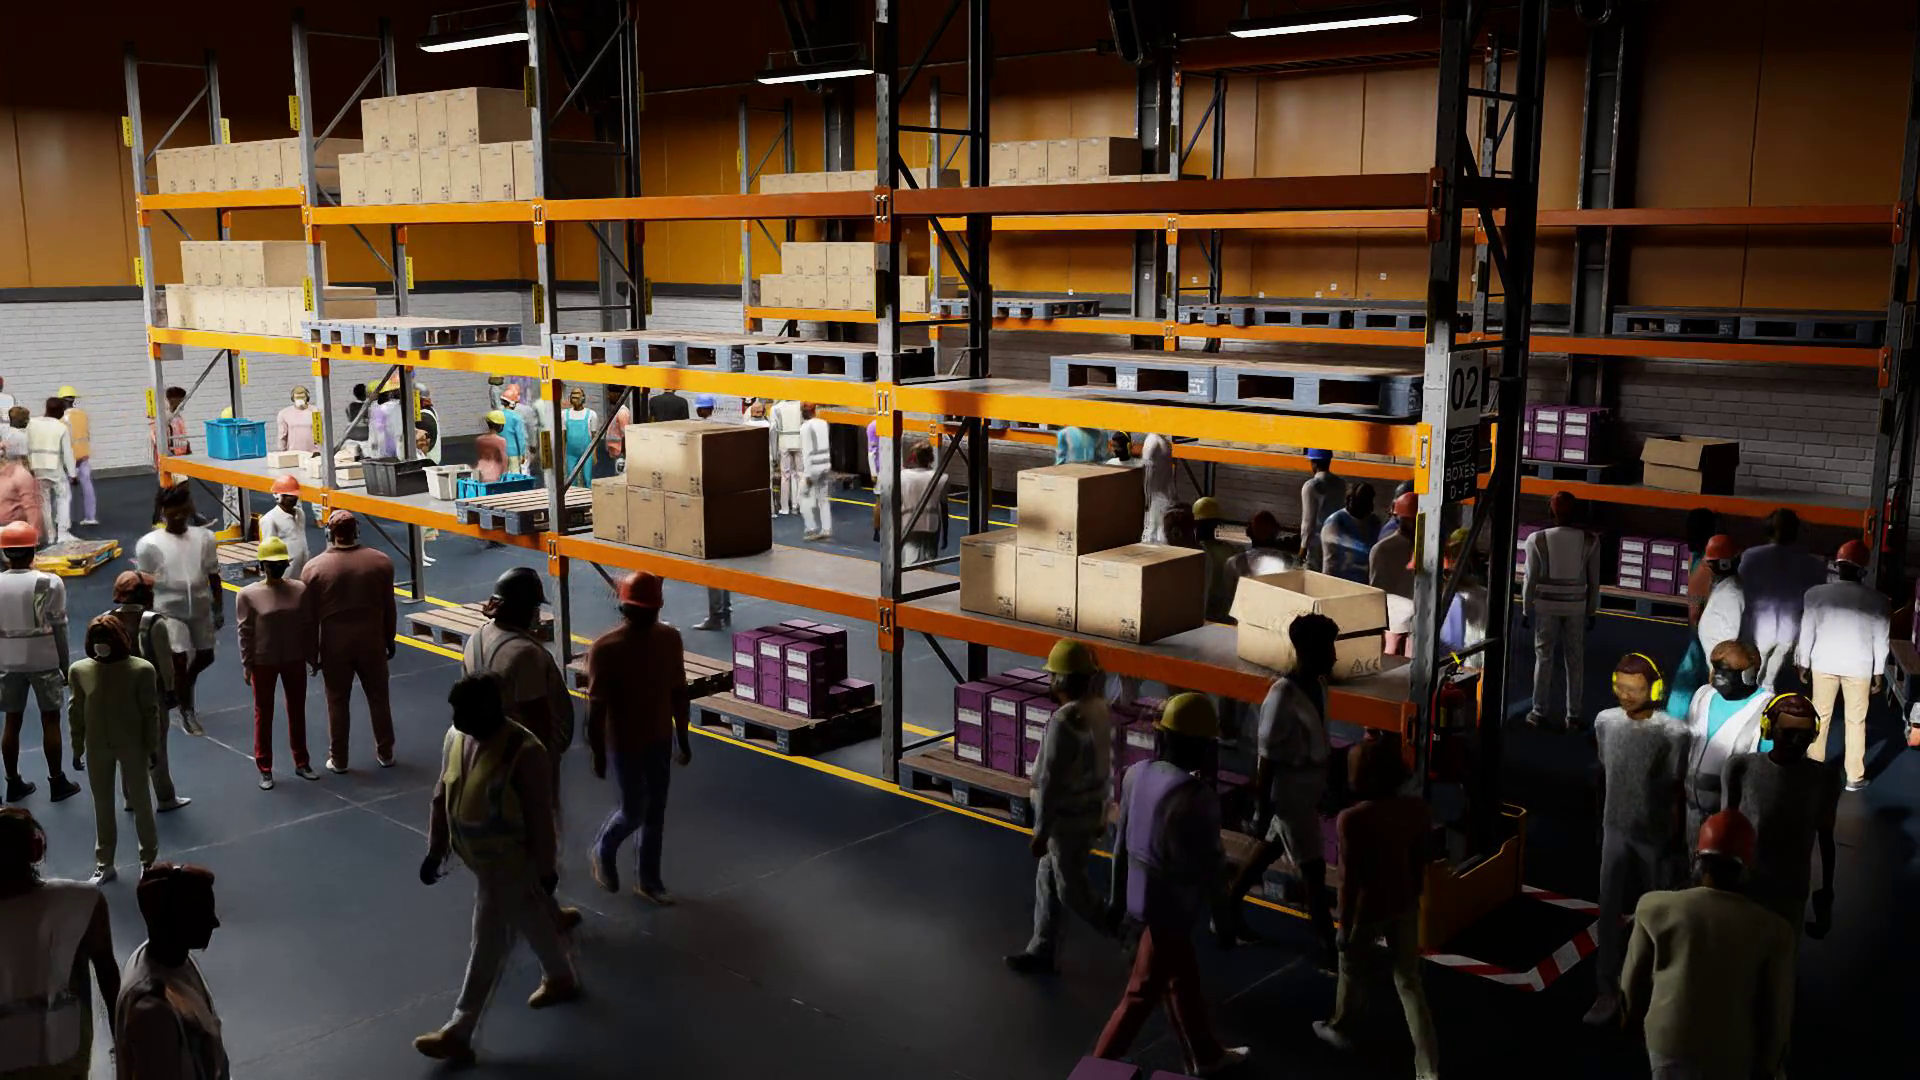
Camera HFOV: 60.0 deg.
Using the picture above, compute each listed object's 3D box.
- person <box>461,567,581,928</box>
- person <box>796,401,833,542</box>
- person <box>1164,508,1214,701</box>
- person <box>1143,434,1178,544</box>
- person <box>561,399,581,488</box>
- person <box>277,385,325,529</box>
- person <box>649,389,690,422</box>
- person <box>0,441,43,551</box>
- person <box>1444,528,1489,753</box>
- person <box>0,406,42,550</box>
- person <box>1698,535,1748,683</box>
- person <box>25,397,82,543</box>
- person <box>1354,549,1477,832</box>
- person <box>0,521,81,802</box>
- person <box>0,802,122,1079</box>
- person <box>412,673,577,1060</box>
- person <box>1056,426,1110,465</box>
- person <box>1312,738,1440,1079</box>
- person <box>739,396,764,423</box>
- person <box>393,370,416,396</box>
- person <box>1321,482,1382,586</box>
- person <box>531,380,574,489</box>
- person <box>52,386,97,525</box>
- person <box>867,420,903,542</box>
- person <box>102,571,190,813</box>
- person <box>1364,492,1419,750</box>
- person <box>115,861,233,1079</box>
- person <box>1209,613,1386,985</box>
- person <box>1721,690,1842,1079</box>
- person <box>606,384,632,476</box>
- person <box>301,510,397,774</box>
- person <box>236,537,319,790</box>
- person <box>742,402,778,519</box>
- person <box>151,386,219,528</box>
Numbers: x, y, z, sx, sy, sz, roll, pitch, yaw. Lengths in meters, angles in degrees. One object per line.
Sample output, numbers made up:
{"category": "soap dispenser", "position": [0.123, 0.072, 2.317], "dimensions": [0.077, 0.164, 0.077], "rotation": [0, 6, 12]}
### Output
{"category": "person", "position": [-2.412, 1.136, 9.266], "dimensions": [0.674, 2.000, 0.535], "rotation": [10, 14, 44]}
{"category": "person", "position": [-1.872, -0.895, 21.267], "dimensions": [0.549, 1.864, 0.581], "rotation": [7, 12, 34]}
{"category": "person", "position": [1.587, 0.709, 12.076], "dimensions": [0.410, 1.904, 0.639], "rotation": [5, 11, 27]}
{"category": "person", "position": [2.390, -0.528, 18.992], "dimensions": [0.672, 1.923, 0.661], "rotation": [4, 11, 21]}
{"category": "person", "position": [-5.570, -1.185, 23.539], "dimensions": [0.549, 1.617, 0.482], "rotation": [6, 12, 30]}
{"category": "person", "position": [-8.754, -1.101, 22.208], "dimensions": [0.635, 1.936, 0.353], "rotation": [-4, 11, -21]}
{"category": "person", "position": [-4.179, -1.442, 24.039], "dimensions": [0.635, 1.981, 0.434], "rotation": [2, 10, 11]}
{"category": "person", "position": [-9.430, -0.061, 16.471], "dimensions": [0.653, 1.881, 0.424], "rotation": [4, 11, 23]}
{"category": "person", "position": [3.654, 0.778, 12.168], "dimensions": [0.486, 1.737, 0.323], "rotation": [1, 10, 7]}
{"category": "person", "position": [-11.727, -0.739, 20.523], "dimensions": [0.554, 1.818, 0.586], "rotation": [5, 11, 28]}
{"category": "person", "position": [5.419, 0.823, 11.878], "dimensions": [0.339, 1.742, 0.563], "rotation": [5, 11, 25]}
{"category": "person", "position": [-11.552, -0.867, 21.101], "dimensions": [0.648, 1.874, 0.379], "rotation": [0, 10, -1]}
{"category": "person", "position": [3.057, 0.940, 10.839], "dimensions": [0.559, 1.878, 1.018], "rotation": [-8, 13, -37]}
{"category": "person", "position": [-6.347, 0.827, 11.356], "dimensions": [0.543, 1.929, 0.398], "rotation": [-1, 10, -5]}
{"category": "person", "position": [-3.350, 1.830, 6.028], "dimensions": [0.579, 1.794, 0.948], "rotation": [-4, 11, -22]}
{"category": "person", "position": [-2.227, 1.505, 7.964], "dimensions": [0.625, 1.782, 1.034], "rotation": [7, 12, 36]}
{"category": "person", "position": [1.467, -0.655, 19.501], "dimensions": [0.617, 2.000, 0.994], "rotation": [-2, 10, -10]}
{"category": "person", "position": [1.919, 1.672, 7.506], "dimensions": [0.536, 1.587, 0.864], "rotation": [-4, 11, -22]}
{"category": "person", "position": [-3.041, -1.370, 24.287], "dimensions": [0.355, 1.741, 0.567], "rotation": [2, 10, 13]}
{"category": "person", "position": [-8.596, -1.780, 26.052], "dimensions": [0.605, 1.939, 0.415], "rotation": [2, 10, 13]}
{"category": "person", "position": [3.301, 0.413, 13.989], "dimensions": [0.641, 1.833, 0.431], "rotation": [-6, 12, -30]}
{"category": "person", "position": [-5.871, -1.401, 24.078], "dimensions": [0.610, 1.872, 0.721], "rotation": [-6, 12, -30]}
{"category": "person", "position": [-12.100, -1.140, 22.570], "dimensions": [0.901, 1.883, 0.590], "rotation": [4, 11, 23]}
{"category": "person", "position": [-0.924, -0.915, 21.215], "dimensions": [0.390, 1.923, 0.549], "rotation": [10, 14, 44]}
{"category": "person", "position": [-5.469, 1.012, 11.106], "dimensions": [0.514, 1.639, 0.310], "rotation": [2, 10, 12]}
{"category": "person", "position": [3.290, 0.620, 12.356], "dimensions": [0.613, 1.984, 0.409], "rotation": [-5, 11, -28]}
{"category": "person", "position": [-2.475, 1.921, 5.295], "dimensions": [0.360, 1.877, 0.588], "rotation": [-4, 11, -21]}
{"category": "person", "position": [1.753, 1.303, 8.717], "dimensions": [1.030, 1.914, 0.627], "rotation": [6, 12, 30]}
{"category": "person", "position": [3.581, 1.569, 7.343], "dimensions": [0.515, 1.866, 0.339], "rotation": [3, 10, 14]}
{"category": "person", "position": [-4.604, -1.173, 22.532], "dimensions": [0.368, 1.966, 0.603], "rotation": [-3, 11, -18]}
{"category": "person", "position": [-4.392, 0.728, 11.999], "dimensions": [0.642, 1.901, 0.397], "rotation": [-5, 11, -27]}
{"category": "person", "position": [-4.768, 0.850, 11.655], "dimensions": [0.527, 1.772, 0.305], "rotation": [-8, 13, -40]}
{"category": "person", "position": [-2.770, -1.091, 22.993], "dimensions": [0.514, 1.640, 0.310], "rotation": [1, 10, 4]}
{"category": "person", "position": [-10.442, -1.094, 22.232], "dimensions": [0.911, 1.919, 0.613], "rotation": [-2, 10, -10]}
